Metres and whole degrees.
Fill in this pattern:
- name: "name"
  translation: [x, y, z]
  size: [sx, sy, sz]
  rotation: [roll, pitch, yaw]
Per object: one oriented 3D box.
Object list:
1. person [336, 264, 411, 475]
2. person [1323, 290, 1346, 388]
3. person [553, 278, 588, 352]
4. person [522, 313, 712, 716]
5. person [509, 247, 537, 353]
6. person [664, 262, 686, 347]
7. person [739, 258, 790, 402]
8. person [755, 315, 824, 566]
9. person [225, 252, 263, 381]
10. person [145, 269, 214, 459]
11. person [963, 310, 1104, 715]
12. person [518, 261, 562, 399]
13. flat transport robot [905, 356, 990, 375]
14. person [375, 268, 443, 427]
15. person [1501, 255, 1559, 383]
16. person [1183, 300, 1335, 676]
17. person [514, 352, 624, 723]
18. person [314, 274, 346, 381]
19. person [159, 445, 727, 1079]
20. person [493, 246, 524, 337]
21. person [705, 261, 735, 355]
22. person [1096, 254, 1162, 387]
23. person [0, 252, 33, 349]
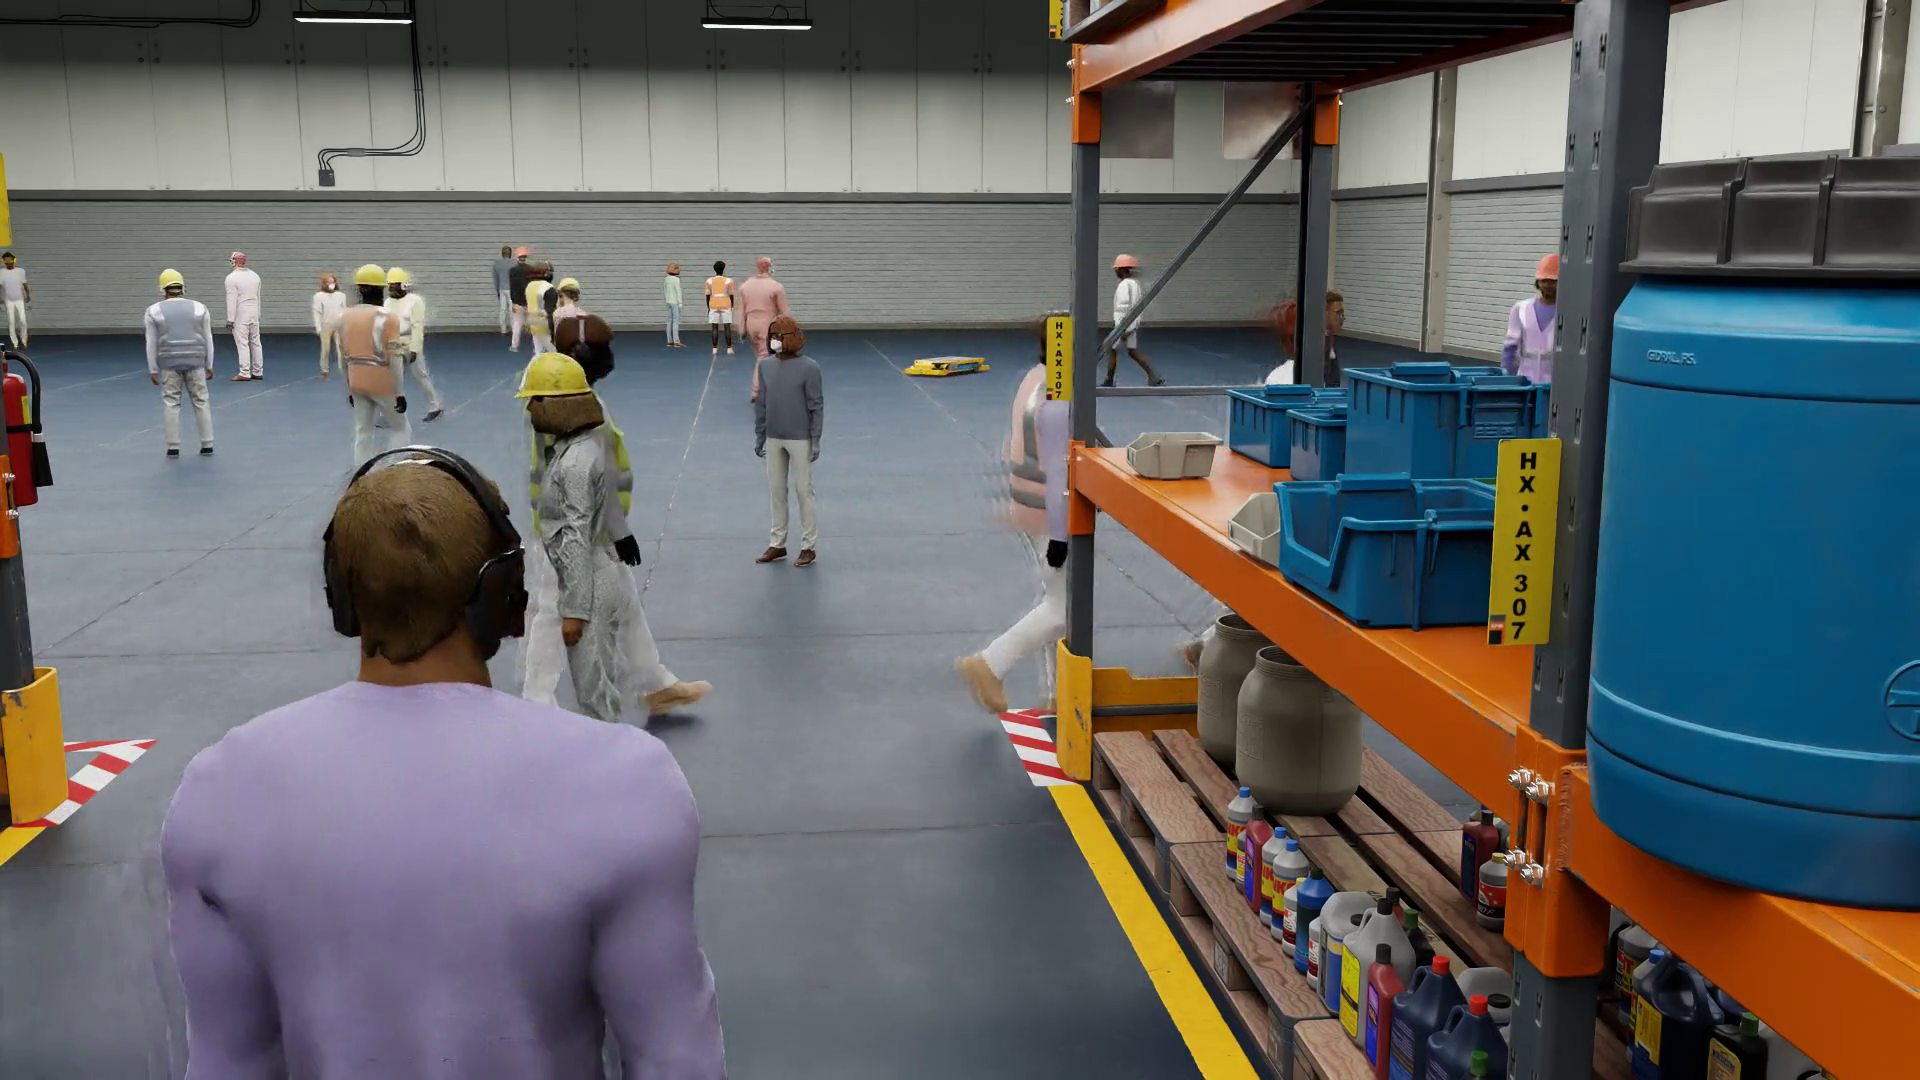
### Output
- name: "person"
  translation: [-4.598, -1.225, 13.233]
  size: [0.612, 1.908, 0.650]
  rotation: [3, 11, 17]
- name: "person"
  translation: [2.281, -0.718, 10.786]
  size: [0.981, 1.802, 0.530]
  rotation: [6, 12, 30]
- name: "person"
  translation: [-3.884, -1.718, 16.467]
  size: [0.368, 1.721, 0.698]
  rotation: [4, 11, 19]
- name: "person"
  translation: [-1.499, -0.055, 7.129]
  size: [0.914, 1.803, 0.632]
  rotation: [-2, 11, -11]
- name: "person"
  translation: [-8.032, -4.432, 30.761]
  size: [0.649, 1.944, 1.039]
  rotation: [-9, 14, -41]
- name: "person"
  translation: [-5.574, -4.589, 32.446]
  size: [0.278, 1.632, 0.507]
  rotation: [-9, 14, -41]
- name: "person"
  translation: [-2.508, -2.734, 21.688]
  size: [0.667, 1.850, 1.007]
  rotation: [5, 12, 26]
- name: "person"
  translation: [-1.117, -0.644, 10.820]
  size: [0.504, 1.632, 0.269]
  rotation: [6, 12, 29]
- name: "person"
  translation: [-10.652, -3.309, 24.678]
  size: [0.405, 1.910, 0.636]
  rotation: [3, 11, 18]
- name: "person"
  translation: [-7.529, -1.699, 16.082]
  size: [0.596, 1.826, 0.404]
  rotation: [-6, 12, -31]
- name: "person"
  translation: [0.360, -0.087, 7.259]
  size: [0.604, 1.827, 0.630]
  rotation: [-1, 10, -7]
- name: "person"
  translation: [-5.431, -2.729, 21.746]
  size: [0.755, 1.824, 0.638]
  rotation: [-10, 14, -43]
- name: "flat transport robot"
  translation: [-0.186, -2.733, 26.009]
  size: [0.652, 0.197, 1.431]
  rotation: [7, 12, 33]
- name: "person"
  translation: [-6.296, -2.193, 18.889]
  size: [0.584, 1.793, 0.923]
  rotation: [4, 11, 21]
- name: "person"
  translation: [4.569, -1.232, 13.073]
  size: [0.617, 1.983, 1.071]
  rotation: [8, 13, 37]
- name: "person"
  translation: [1.433, -0.148, 7.481]
  size: [0.749, 1.862, 0.575]
  rotation: [0, 10, 0]
- name: "person"
  translation: [-1.376, 0.200, 5.926]
  size: [0.355, 1.731, 0.480]
  rotation: [-3, 11, -16]
- name: "person"
  translation: [-9.338, -3.151, 24.691]
  size: [0.519, 1.586, 0.871]
  rotation: [-9, 13, -40]
- name: "person"
  translation: [-0.616, 0.839, 1.980]
  size: [0.635, 1.911, 0.967]
  rotation: [2, 10, 10]
- name: "person"
  translation: [-9.624, -5.283, 35.424]
  size: [0.627, 1.936, 0.371]
  rotation: [3, 11, 18]
- name: "person"
  translation: [-4.347, -4.203, 30.156]
  size: [0.536, 1.697, 0.322]
  rotation: [0, 10, 0]
- name: "person"
  translation: [2.323, -2.957, 22.790]
  size: [0.934, 1.902, 0.556]
  rotation: [5, 11, 25]
- name: "person"
  translation: [-17.864, -4.504, 31.437]
  size: [0.594, 1.829, 0.744]
  rotation: [-6, 12, -31]
